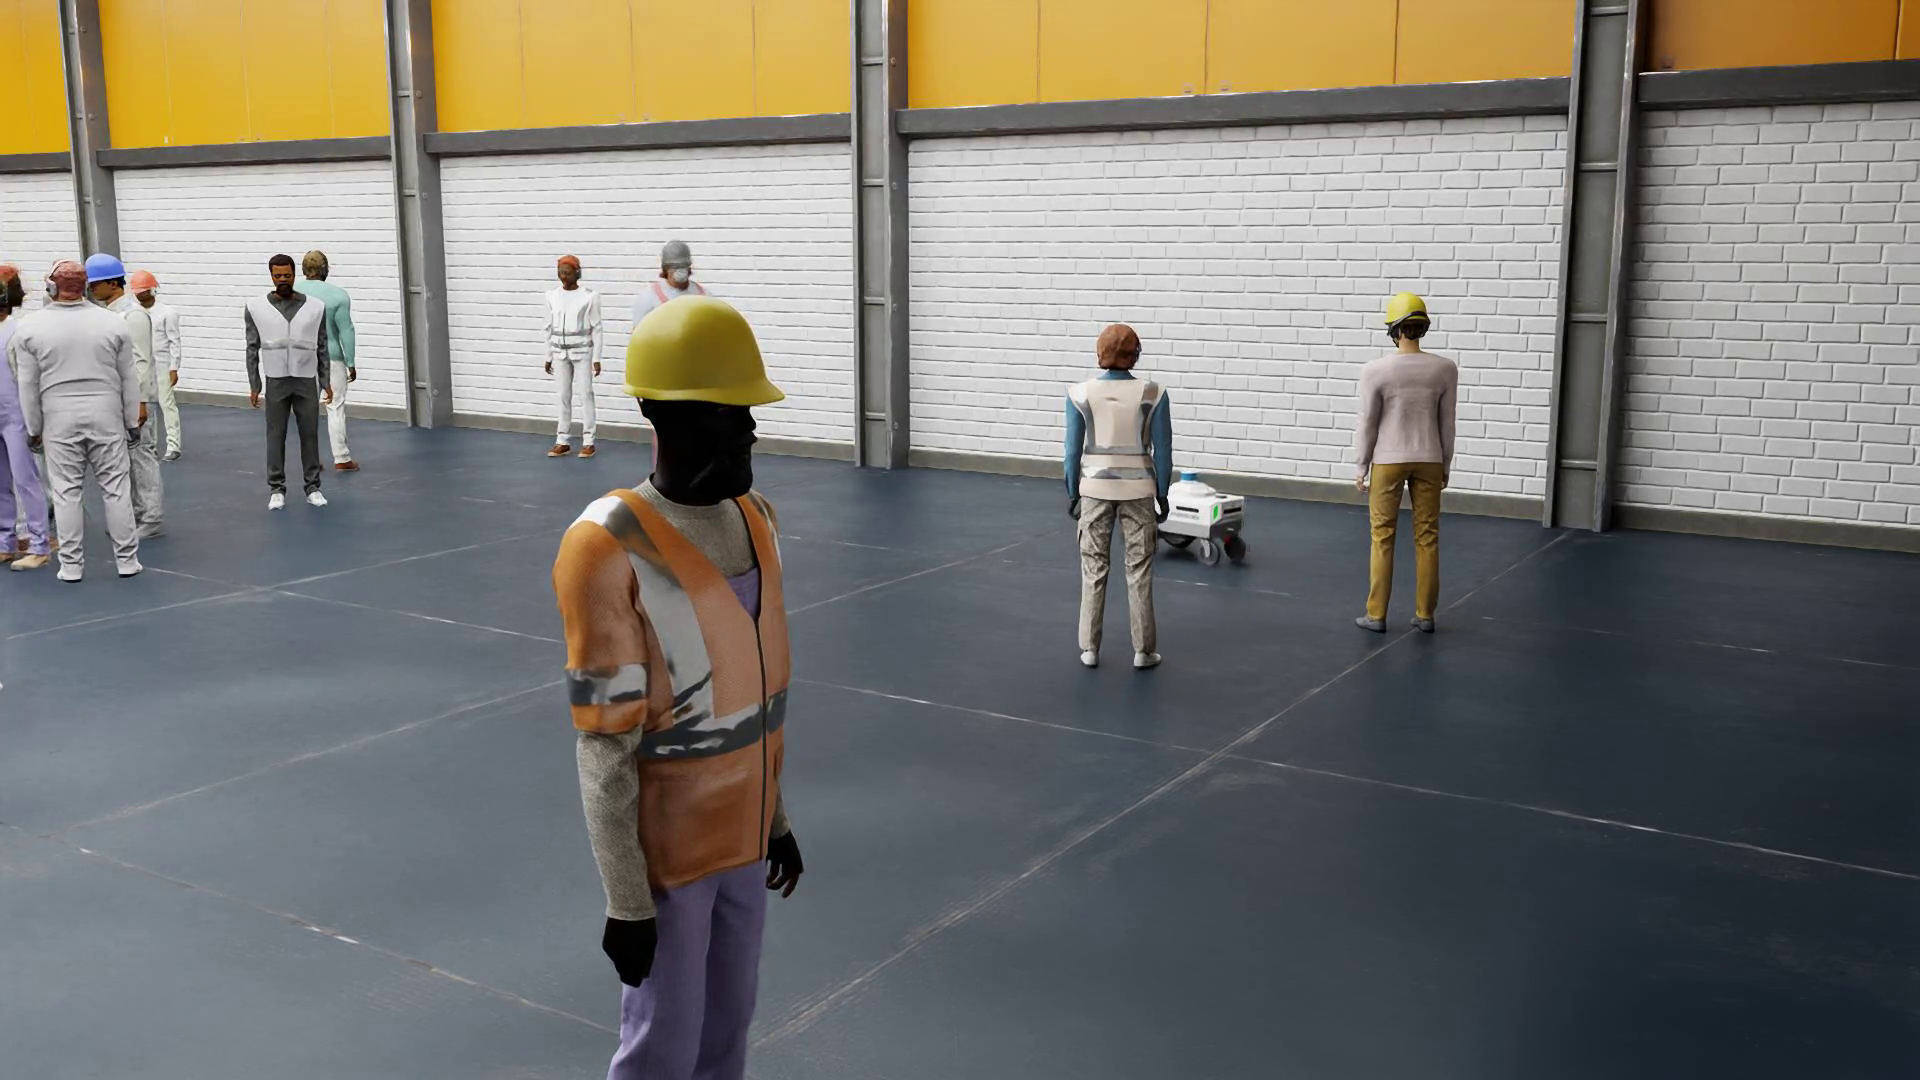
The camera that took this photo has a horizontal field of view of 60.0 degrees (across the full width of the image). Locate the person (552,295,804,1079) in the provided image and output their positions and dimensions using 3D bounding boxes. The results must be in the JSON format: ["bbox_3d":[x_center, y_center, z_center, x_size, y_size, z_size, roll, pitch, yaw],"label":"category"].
[{"bbox_3d":[-0.467,0.528,3.018,0.367,1.927,0.587,4,11,21],"label":"person"}]

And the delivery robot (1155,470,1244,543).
[{"bbox_3d":[1.454,-0.199,10.593,0.477,0.478,0.707,-10,14,-44],"label":"delivery robot"}]

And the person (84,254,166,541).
[{"bbox_3d":[-5.665,-0.962,11.269,0.624,1.932,0.421,8,13,39],"label":"person"}]

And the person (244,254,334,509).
[{"bbox_3d":[-5.081,-1.200,12.617,0.599,1.917,0.376,-6,12,-29],"label":"person"}]

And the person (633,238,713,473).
[{"bbox_3d":[-2.198,-1.360,13.165,0.683,2.000,0.536,-7,12,-35],"label":"person"}]

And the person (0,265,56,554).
[{"bbox_3d":[-6.121,-0.832,10.757,0.337,1.868,0.654,-5,11,-24],"label":"person"}]

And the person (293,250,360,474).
[{"bbox_3d":[-5.548,-1.536,14.426,0.635,1.937,0.353,0,10,2],"label":"person"}]

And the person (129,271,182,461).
[{"bbox_3d":[-7.421,-1.590,15.257,0.562,1.743,0.337,2,11,13],"label":"person"}]

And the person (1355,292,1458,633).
[{"bbox_3d":[2.284,-0.389,8.578,0.524,1.761,0.339,-1,10,-4],"label":"person"}]

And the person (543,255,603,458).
[{"bbox_3d":[-3.611,-1.704,15.506,0.572,1.884,0.358,3,11,15],"label":"person"}]

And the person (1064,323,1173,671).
[{"bbox_3d":[0.743,-0.194,7.829,0.513,1.637,0.309,2,10,13],"label":"person"}]

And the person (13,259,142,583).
[{"bbox_3d":[-5.210,-0.699,9.877,0.640,1.908,0.409,-6,12,-30],"label":"person"}]

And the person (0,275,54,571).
[{"bbox_3d":[-5.858,-0.721,10.206,0.510,1.838,0.335,3,11,16],"label":"person"}]
